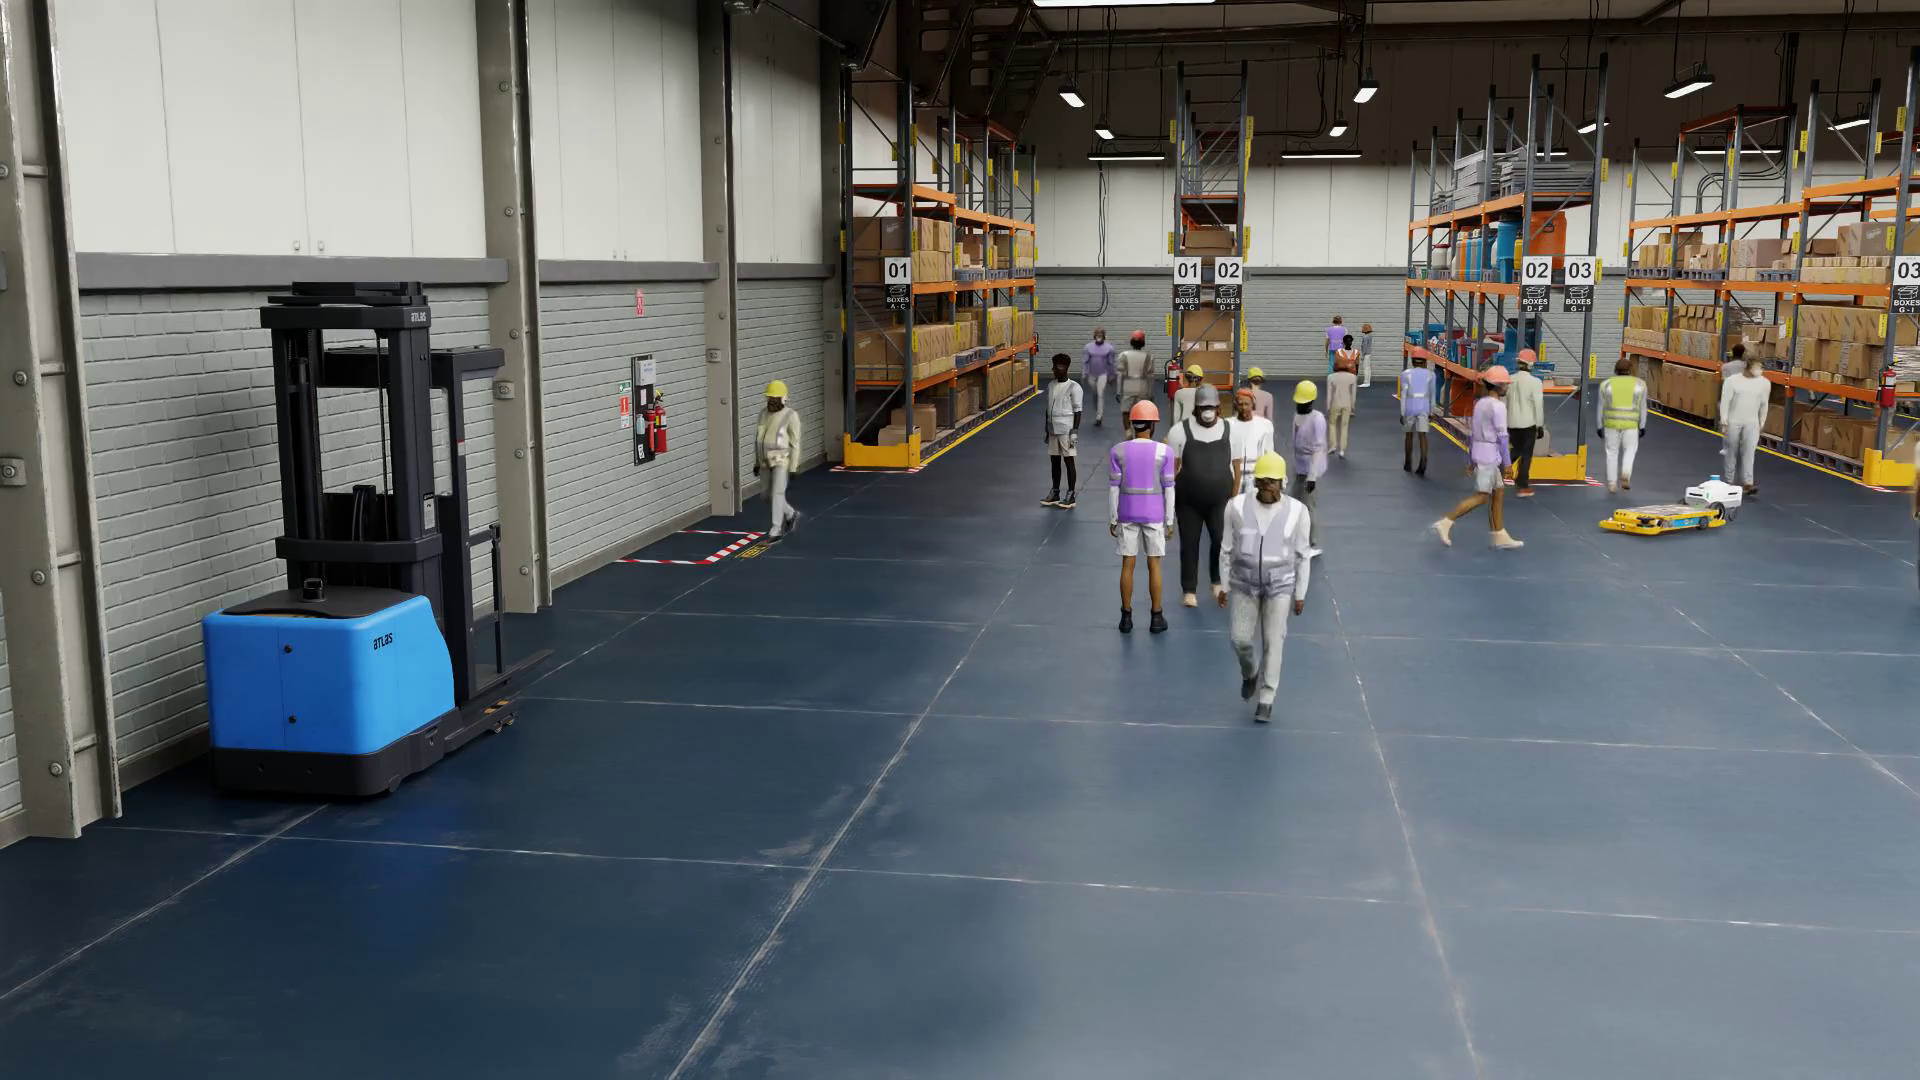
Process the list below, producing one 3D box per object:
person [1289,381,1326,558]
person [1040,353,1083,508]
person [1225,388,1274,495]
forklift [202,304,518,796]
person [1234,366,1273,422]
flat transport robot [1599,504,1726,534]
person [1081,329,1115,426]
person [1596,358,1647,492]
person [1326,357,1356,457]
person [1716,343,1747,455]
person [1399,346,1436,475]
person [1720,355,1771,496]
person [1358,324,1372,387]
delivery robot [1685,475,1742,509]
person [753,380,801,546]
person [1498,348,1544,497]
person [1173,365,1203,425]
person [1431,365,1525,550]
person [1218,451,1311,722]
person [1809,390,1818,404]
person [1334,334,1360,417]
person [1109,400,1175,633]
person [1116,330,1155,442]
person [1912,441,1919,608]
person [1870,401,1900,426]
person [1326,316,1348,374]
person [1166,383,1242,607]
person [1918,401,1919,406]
[{"bbox_3d":[3.617,-0.735,17.393,0.490,1.877,0.645,-2,9,-13],"label":"person"},{"bbox_3d":[1.295,-1.405,21.261,0.367,1.966,0.604,-8,12,-41],"label":"person"},{"bbox_3d":[2.786,-0.558,16.391,0.617,1.843,0.903,1,9,9],"label":"person"},{"bbox_3d":[-3.673,-0.038,10.147,1.129,2.768,1.873,1,9,9],"label":"forklift"},{"bbox_3d":[3.947,-1.447,22.253,0.525,1.740,0.802,-2,10,-14],"label":"person"},{"bbox_3d":[8.249,-0.255,19.510,1.431,0.197,0.652,-5,11,-30],"label":"flat transport robot"},{"bbox_3d":[2.739,-3.222,32.697,0.633,1.905,0.955,3,10,18],"label":"person"},{"bbox_3d":[8.981,-1.560,22.618,0.648,1.832,0.435,4,10,21],"label":"person"},{"bbox_3d":[6.194,-2.174,27.083,0.496,1.613,0.521,1,9,4],"label":"person"},{"bbox_3d":[12.602,-2.281,27.030,0.540,1.851,0.740,2,9,12],"label":"person"},{"bbox_3d":[6.821,-1.932,24.757,0.556,1.897,0.961,1,9,4],"label":"person"},{"bbox_3d":[10.555,-1.546,22.395,0.653,1.875,0.987,2,9,14],"label":"person"},{"bbox_3d":[10.526,-4.785,43.132,0.284,1.633,0.500,5,10,28],"label":"person"},{"bbox_3d":[9.123,-0.542,20.119,0.707,0.478,0.477,-5,11,-30],"label":"delivery robot"},{"bbox_3d":[-2.000,-0.870,18.408,0.604,1.816,0.649,8,12,39],"label":"person"},{"bbox_3d":[7.476,-1.562,22.190,0.532,1.978,0.620,-5,11,-30],"label":"person"},{"bbox_3d":[3.105,-1.454,22.206,0.523,1.759,0.336,6,11,33],"label":"person"},{"bbox_3d":[5.620,-0.886,17.962,0.978,2.011,0.600,0,9,2],"label":"person"},{"bbox_3d":[2.051,0.296,11.213,0.614,1.820,0.466,3,10,16],"label":"person"},{"bbox_3d":[19.484,-4.008,37.794,0.609,1.811,0.526,1,9,3],"label":"person"},{"bbox_3d":[7.984,-3.391,34.340,0.535,1.697,0.318,-1,9,-4],"label":"person"},{"bbox_3d":[1.523,-0.200,13.925,0.549,1.934,0.374,2,9,14],"label":"person"},{"bbox_3d":[2.925,-2.481,27.695,0.646,2.030,0.456,1,9,5],"label":"person"},{"bbox_3d":[8.709,-0.286,14.767,0.437,1.834,0.504,-8,12,-40],"label":"person"},{"bbox_3d":[15.730,-2.368,28.250,0.528,1.630,0.392,1,9,9],"label":"person"},{"bbox_3d":[9.772,-4.902,43.192,0.563,1.847,0.390,3,10,16],"label":"person"},{"bbox_3d":[2.182,-0.392,14.915,0.694,2.000,0.538,0,9,3],"label":"person"},{"bbox_3d":[17.458,-2.667,29.874,0.550,1.685,0.369,7,11,36],"label":"person"}]
